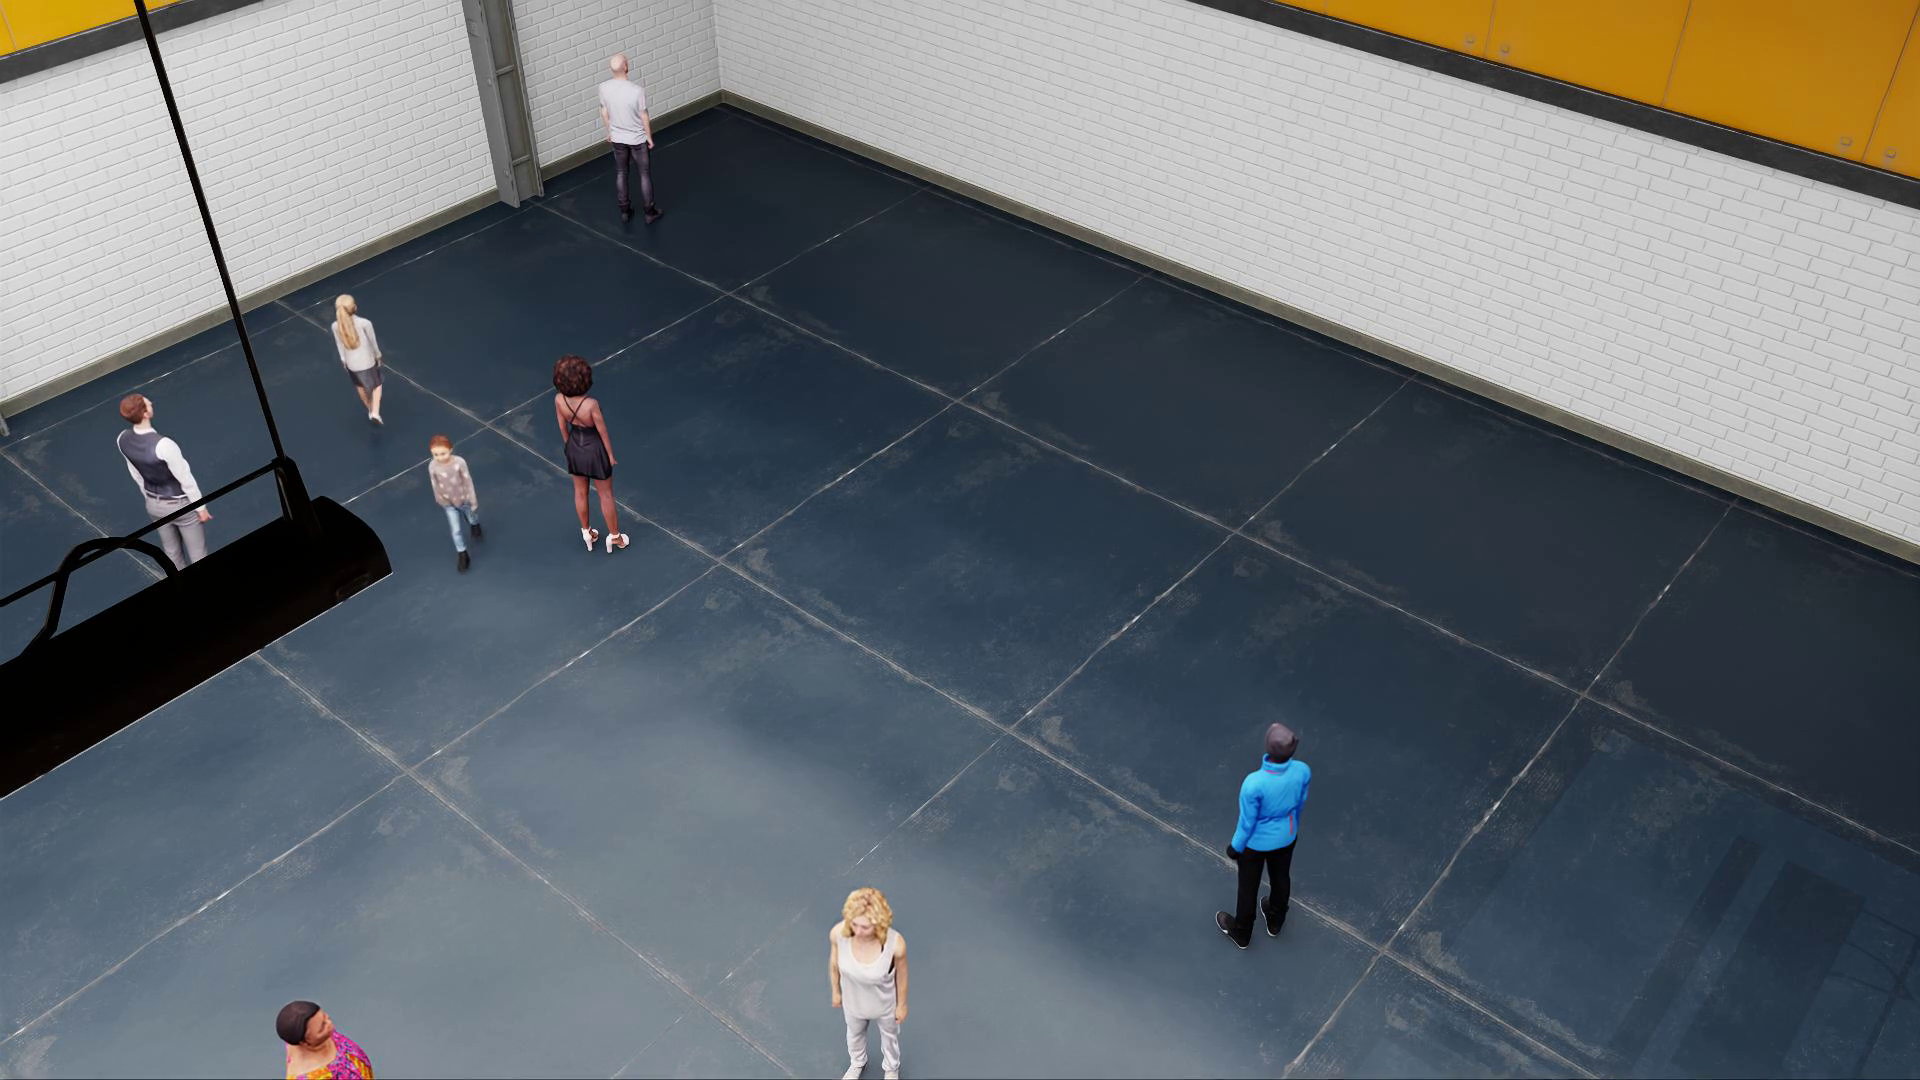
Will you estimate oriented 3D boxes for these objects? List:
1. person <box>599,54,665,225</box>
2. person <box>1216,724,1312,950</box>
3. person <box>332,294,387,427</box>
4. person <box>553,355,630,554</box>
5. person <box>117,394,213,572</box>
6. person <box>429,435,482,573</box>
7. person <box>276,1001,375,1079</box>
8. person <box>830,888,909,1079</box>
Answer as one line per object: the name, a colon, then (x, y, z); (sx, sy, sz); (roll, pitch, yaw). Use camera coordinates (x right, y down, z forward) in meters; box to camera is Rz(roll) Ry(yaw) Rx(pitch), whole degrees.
person: (-3.464, -4.192, 17.382); (0.754, 1.832, 0.747); (8, 39, 10)
person: (1.842, 1.779, 9.938); (0.634, 1.792, 0.753); (-14, 41, -17)
person: (-5.242, -1.551, 14.527); (0.737, 1.268, 0.793); (-4, 39, -5)
person: (-2.904, -0.654, 12.986); (0.643, 1.789, 0.653); (11, 40, 13)
person: (-5.870, -0.271, 12.387); (0.733, 1.938, 0.710); (11, 40, 13)
person: (-3.956, -0.364, 13.109); (0.780, 1.183, 0.813); (-6, 39, -7)
person: (-3.219, 2.914, 8.601); (0.801, 1.686, 0.764); (-14, 41, -17)
person: (-0.484, 2.483, 9.153); (0.671, 1.670, 0.682); (9, 39, 11)
